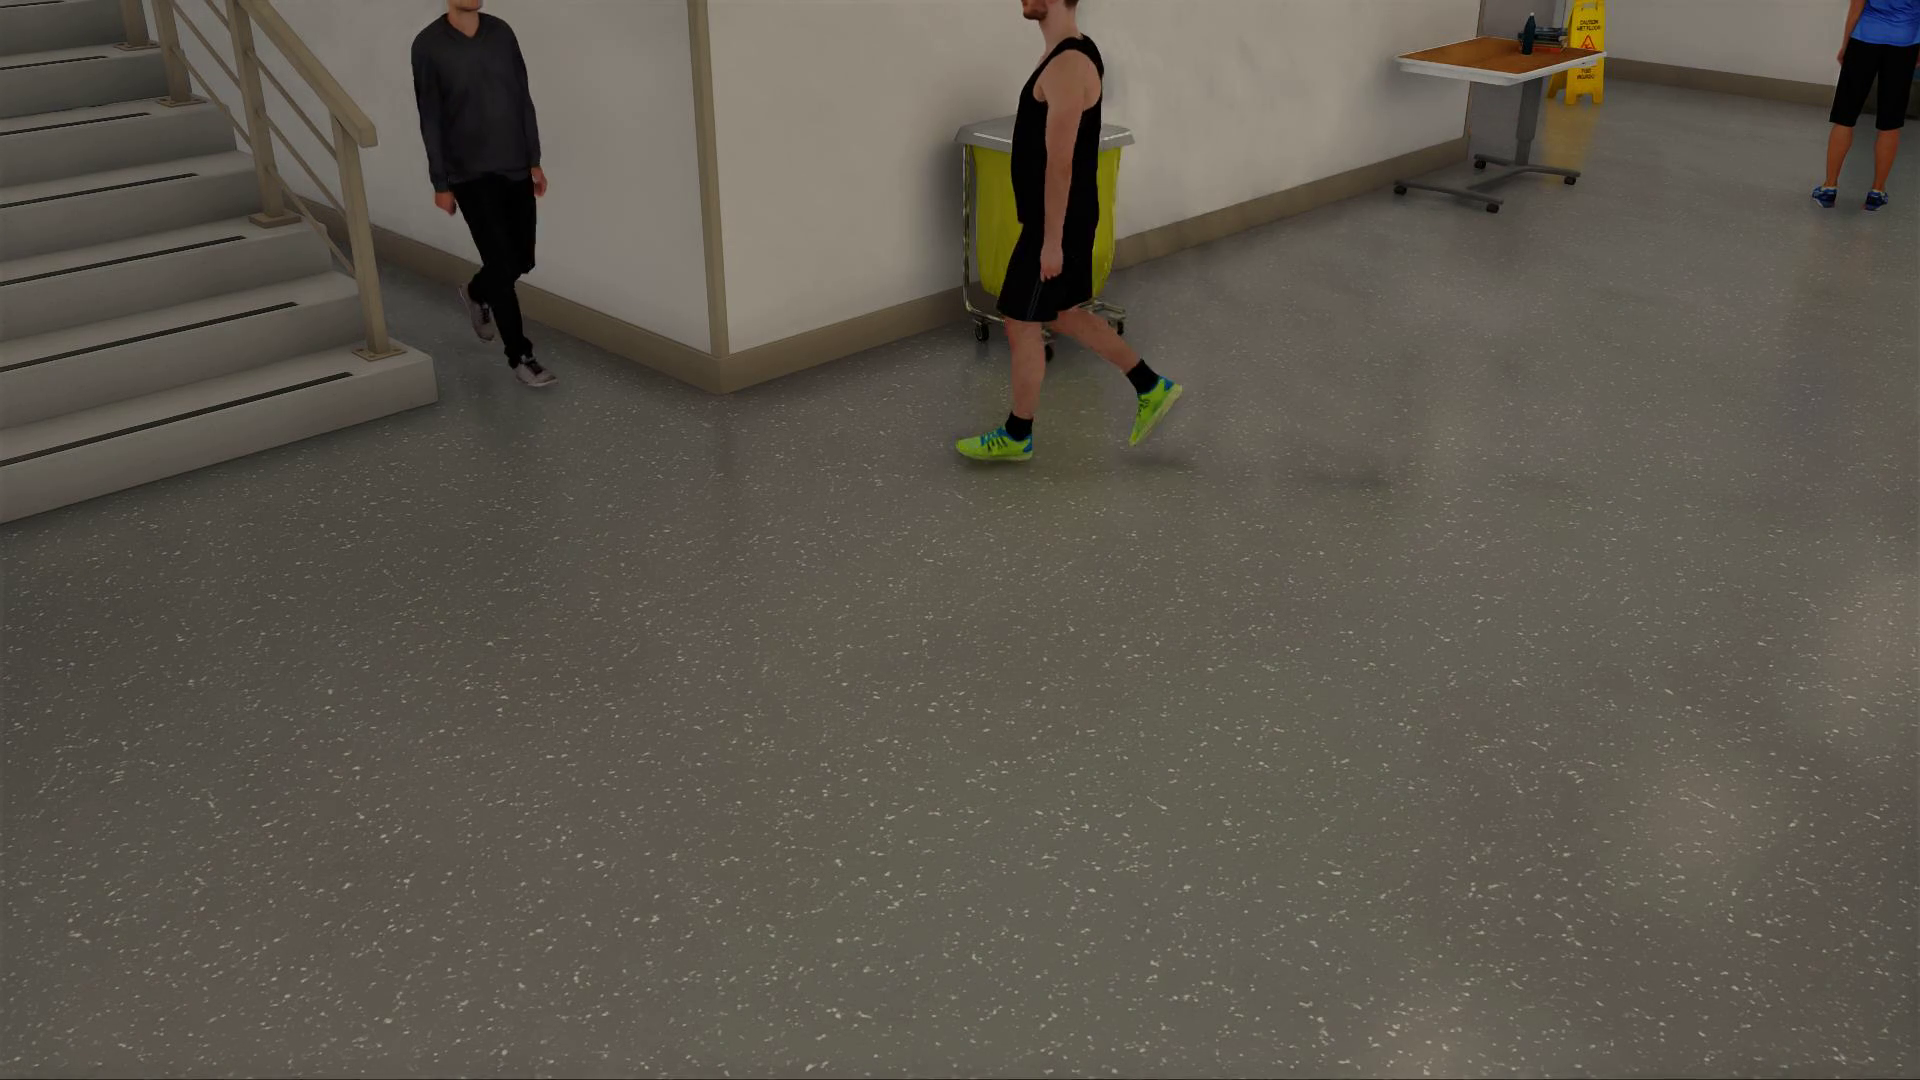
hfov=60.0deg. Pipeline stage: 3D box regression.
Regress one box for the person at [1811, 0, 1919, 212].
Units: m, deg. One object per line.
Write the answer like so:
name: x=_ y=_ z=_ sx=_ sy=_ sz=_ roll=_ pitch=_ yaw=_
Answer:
person: x=5.250 y=-2.828 z=9.450 sx=0.624 sy=1.869 sz=0.750 roll=10 pitch=28 yaw=21

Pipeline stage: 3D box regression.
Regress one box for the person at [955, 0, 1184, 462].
person: x=0.426 y=-1.141 z=5.952 sx=1.181 sy=1.869 sz=1.090 roll=2 pitch=26 yaw=4

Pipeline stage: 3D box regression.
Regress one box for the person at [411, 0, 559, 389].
person: x=-1.988 y=-1.532 z=6.909 sx=0.609 sy=1.742 sz=1.013 roll=-23 pitch=34 yaw=-39
